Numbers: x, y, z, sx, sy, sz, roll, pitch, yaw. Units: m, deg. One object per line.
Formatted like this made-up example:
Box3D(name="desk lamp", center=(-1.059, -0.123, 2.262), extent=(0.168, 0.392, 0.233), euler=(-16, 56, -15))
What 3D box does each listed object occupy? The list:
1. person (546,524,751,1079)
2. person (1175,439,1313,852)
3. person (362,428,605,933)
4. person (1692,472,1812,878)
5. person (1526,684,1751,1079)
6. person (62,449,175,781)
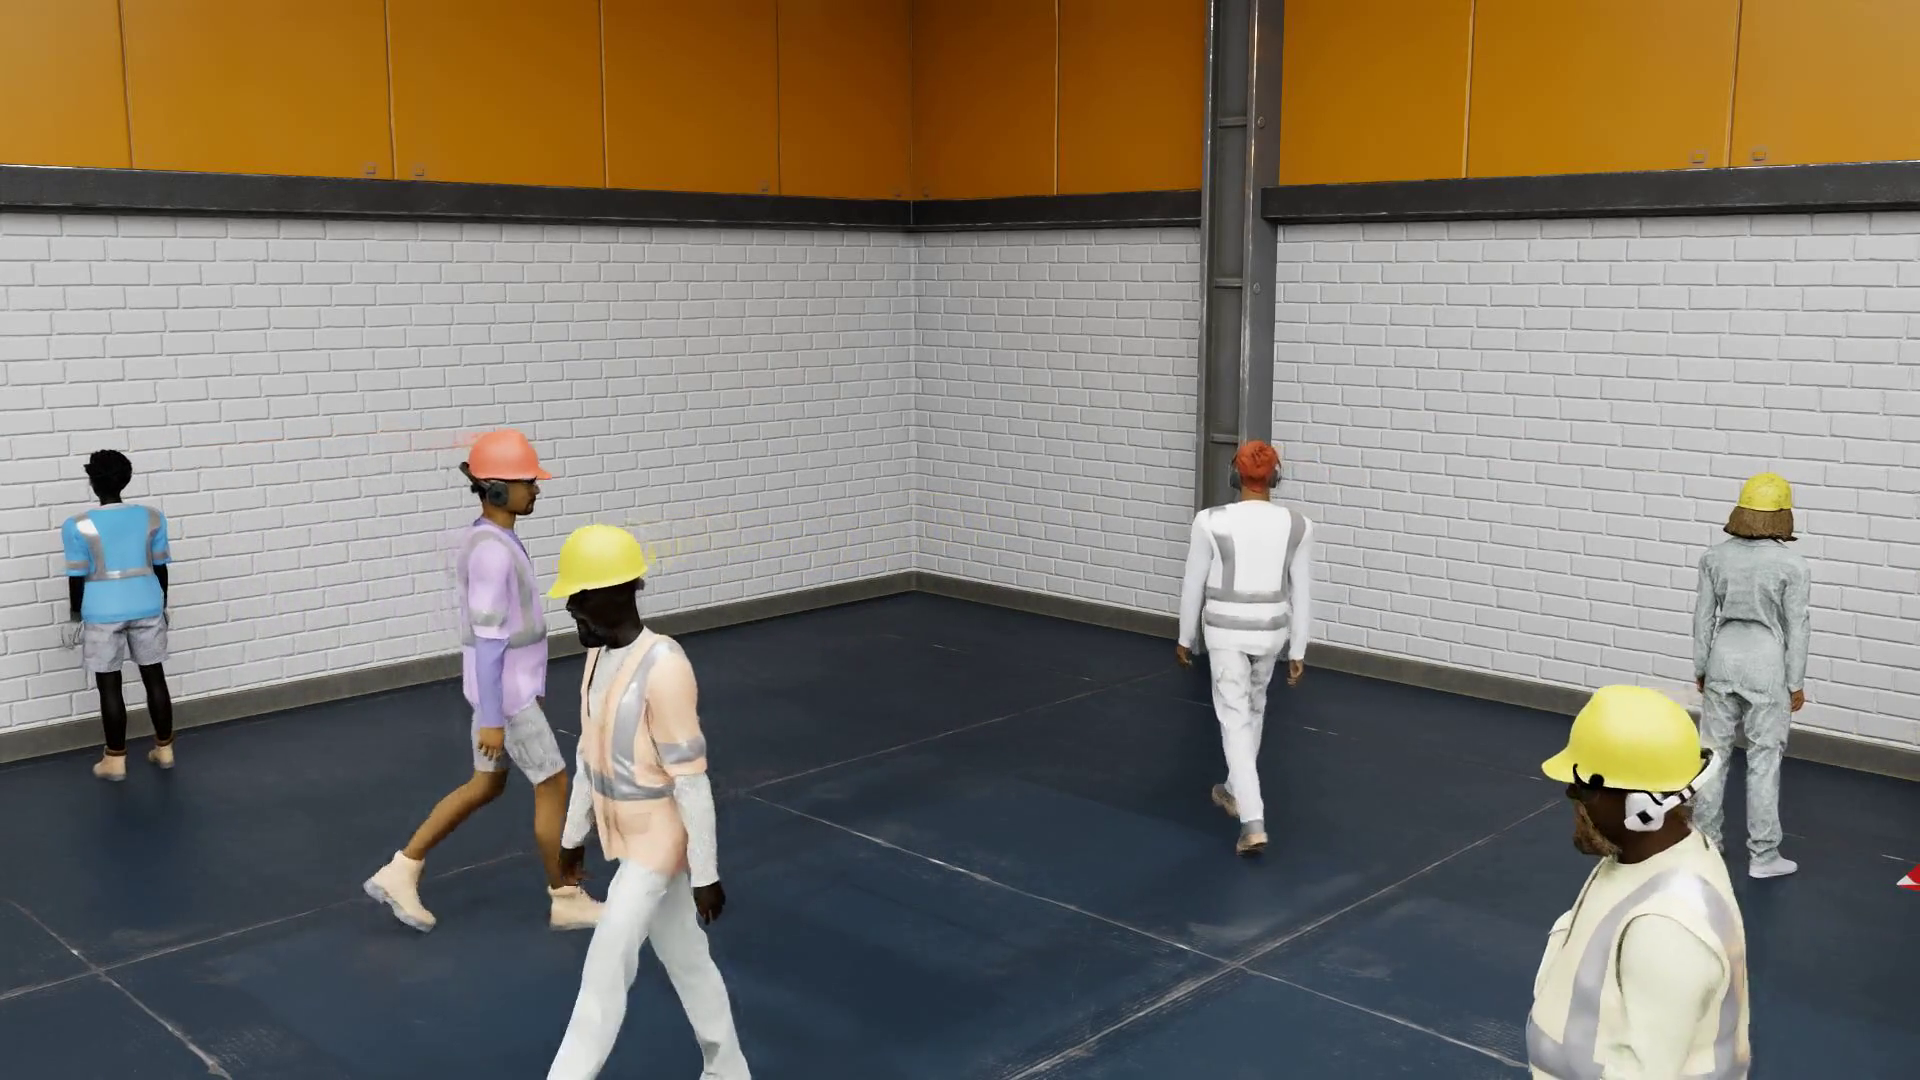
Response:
Box3D(name="person", center=(-1.036, 0.890, 4.864), extent=(0.976, 1.869, 0.599), euler=(-5, 11, -29))
Box3D(name="person", center=(1.318, 0.459, 7.596), extent=(0.574, 1.851, 0.957), euler=(-2, 9, -11))
Box3D(name="person", center=(-1.838, 0.568, 6.439), extent=(0.950, 2.015, 0.616), euler=(-3, 10, -16))
Box3D(name="person", center=(3.419, 0.575, 7.193), extent=(0.309, 1.744, 0.485), euler=(-7, 12, -37))
Box3D(name="person", center=(1.320, 1.174, 3.305), extent=(0.419, 1.814, 0.588), euler=(3, 10, 17))
Box3D(name="person", center=(-4.301, 0.380, 8.530), extent=(0.318, 1.696, 0.536), euler=(7, 12, 39))
